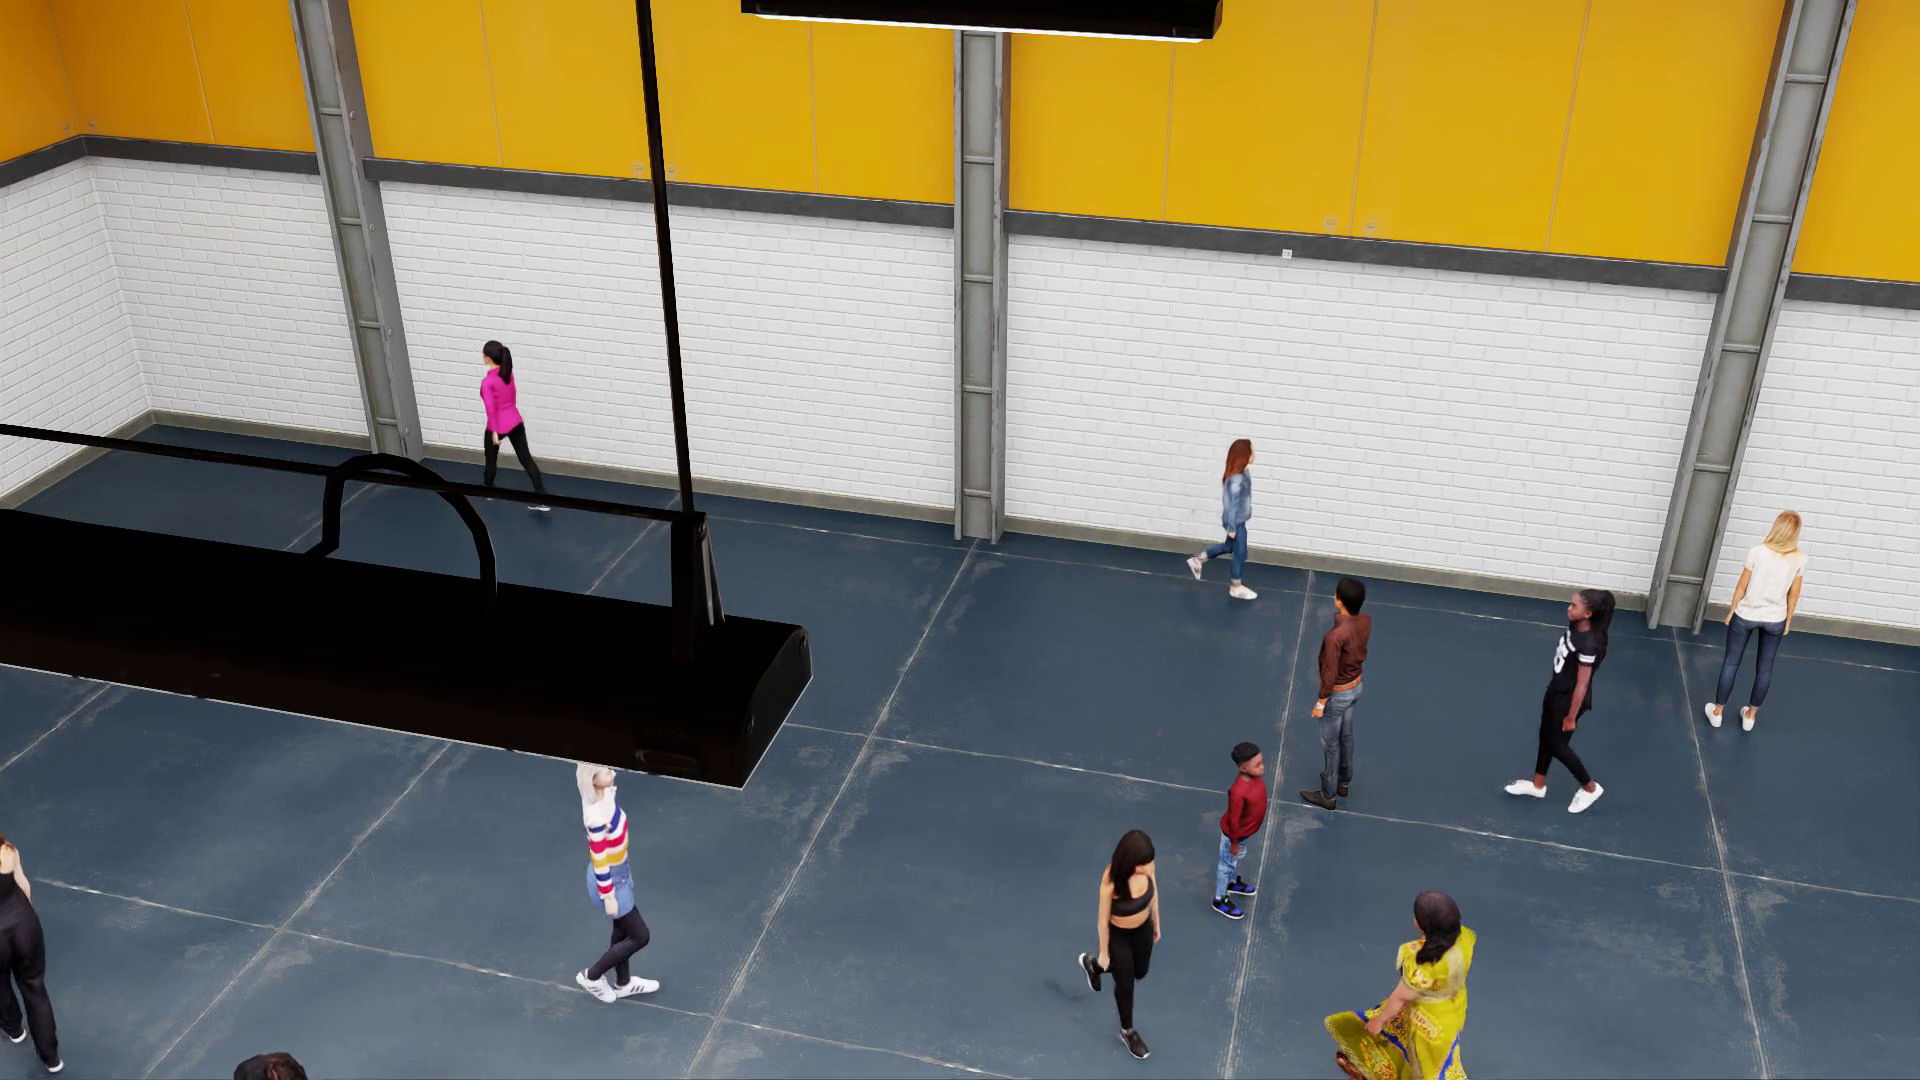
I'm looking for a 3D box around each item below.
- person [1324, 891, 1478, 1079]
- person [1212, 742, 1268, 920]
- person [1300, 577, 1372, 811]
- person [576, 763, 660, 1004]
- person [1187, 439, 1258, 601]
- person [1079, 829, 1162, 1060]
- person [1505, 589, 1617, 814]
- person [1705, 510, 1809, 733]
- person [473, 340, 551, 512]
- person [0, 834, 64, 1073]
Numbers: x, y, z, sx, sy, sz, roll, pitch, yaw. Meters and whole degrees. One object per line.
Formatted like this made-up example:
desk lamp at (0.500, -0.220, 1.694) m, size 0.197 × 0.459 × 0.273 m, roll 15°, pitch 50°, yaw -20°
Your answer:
person at (2.555, 2.598, 8.783) m, size 1.425 × 1.602 × 1.145 m, roll 22°, pitch 36°, yaw 34°
person at (1.768, 1.812, 10.578) m, size 0.548 × 1.253 × 0.541 m, roll 15°, pitch 32°, yaw 25°
person at (2.617, 1.049, 11.428) m, size 0.692 × 1.778 × 0.723 m, roll 24°, pitch 37°, yaw 37°
person at (-2.113, 1.985, 9.688) m, size 0.832 × 1.803 × 0.789 m, roll -3°, pitch 29°, yaw -6°
person at (2.244, -0.177, 14.008) m, size 0.840 × 1.461 × 0.577 m, roll 7°, pitch 29°, yaw 12°
person at (0.897, 2.206, 9.478) m, size 0.911 × 1.615 × 0.998 m, roll -21°, pitch 35°, yaw -34°
person at (4.206, 1.093, 11.397) m, size 0.894 × 1.731 × 0.712 m, roll 2°, pitch 29°, yaw 4°
person at (5.884, 0.593, 12.231) m, size 0.426 × 1.810 × 0.643 m, roll 7°, pitch 29°, yaw 13°
person at (-4.122, -1.004, 15.334) m, size 1.202 × 1.653 × 0.801 m, roll 16°, pitch 32°, yaw 26°
person at (-5.274, 2.261, 9.273) m, size 0.851 × 1.714 × 0.982 m, roll -25°, pitch 37°, yaw -37°
